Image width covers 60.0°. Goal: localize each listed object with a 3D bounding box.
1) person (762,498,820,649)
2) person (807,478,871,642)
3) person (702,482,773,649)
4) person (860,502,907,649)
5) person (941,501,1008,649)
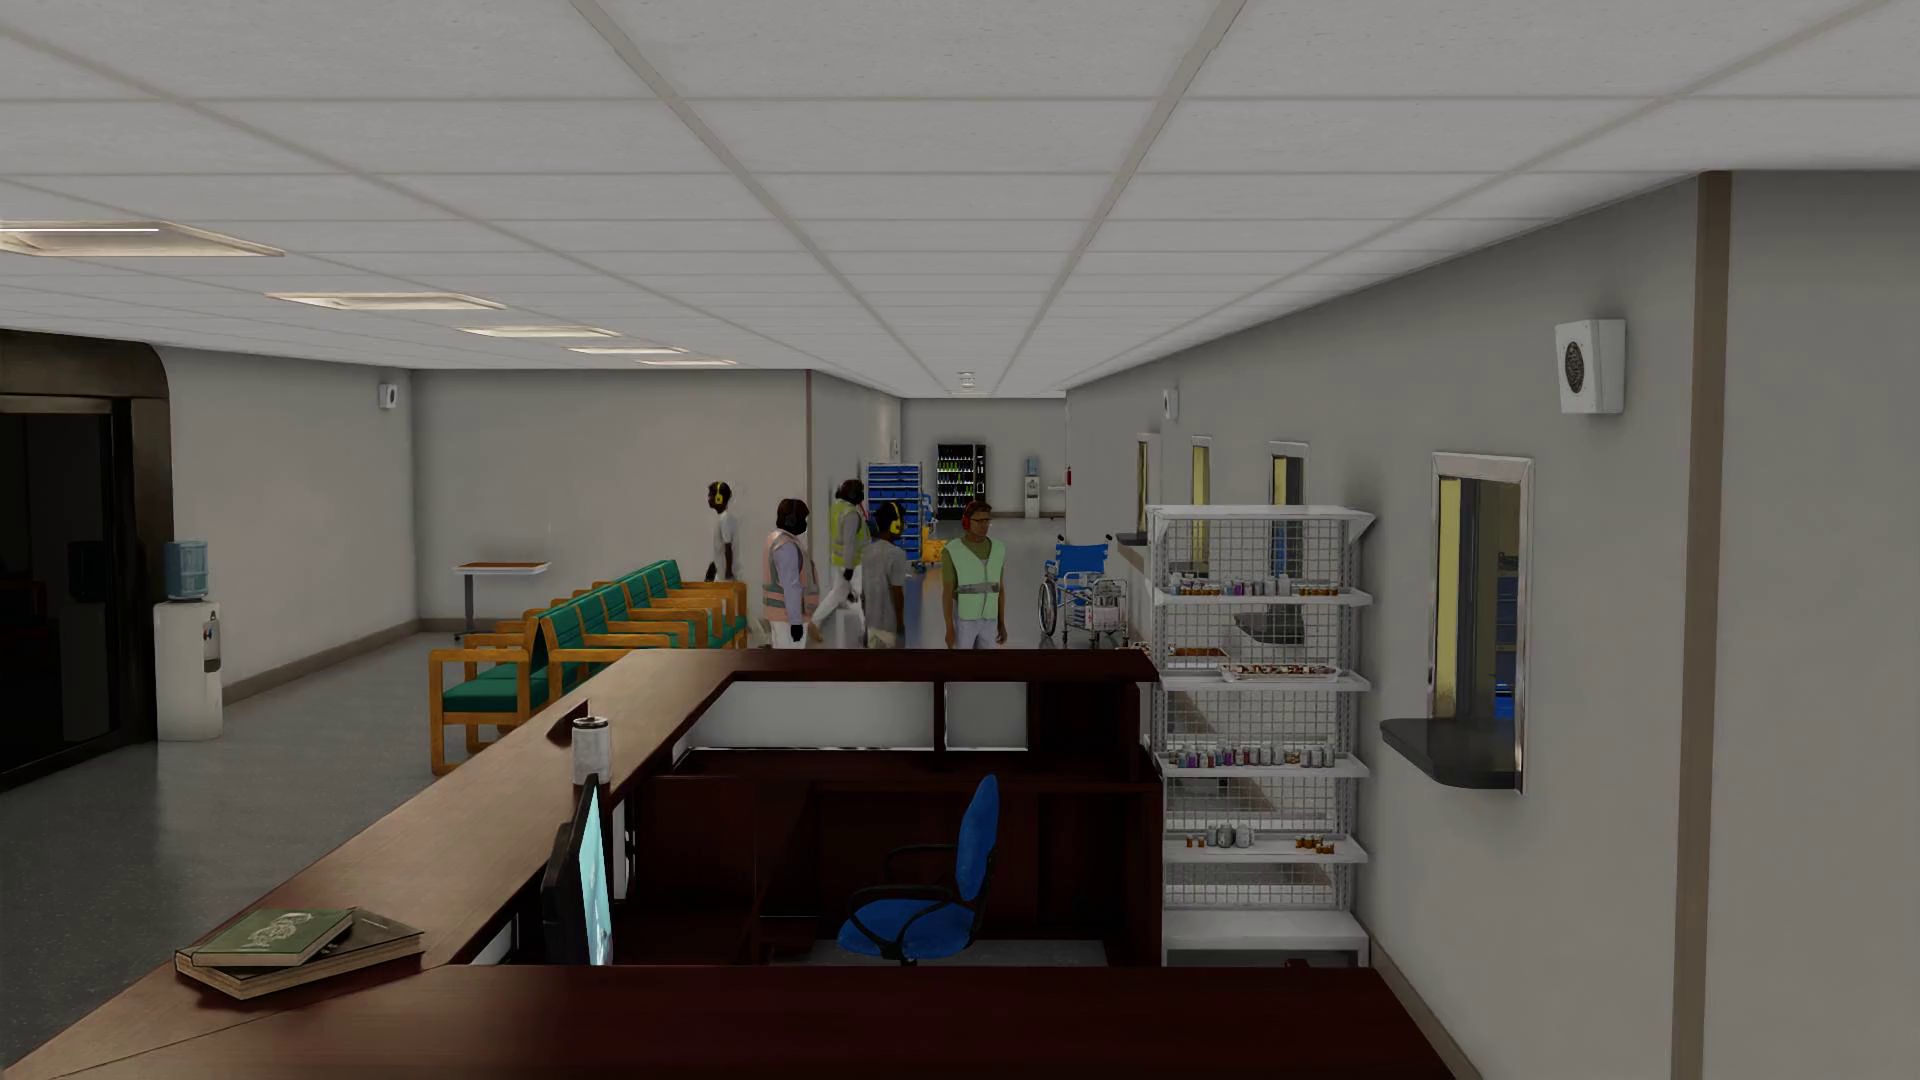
[{"bbox_3d":[-1.287,0.598,12.715,0.429,1.840,0.624,-1,4,-16],"label":"person"},{"bbox_3d":[-1.267,0.231,18.103,0.884,1.814,0.630,-1,4,-17],"label":"person"},{"bbox_3d":[-2.353,0.317,16.799,0.996,1.825,0.536,0,4,2],"label":"person"},{"bbox_3d":[-0.522,0.647,12.114,0.563,1.853,0.582,-4,6,-44],"label":"person"},{"bbox_3d":[0.090,0.622,12.427,0.560,1.835,0.388,-3,5,-39],"label":"person"}]
